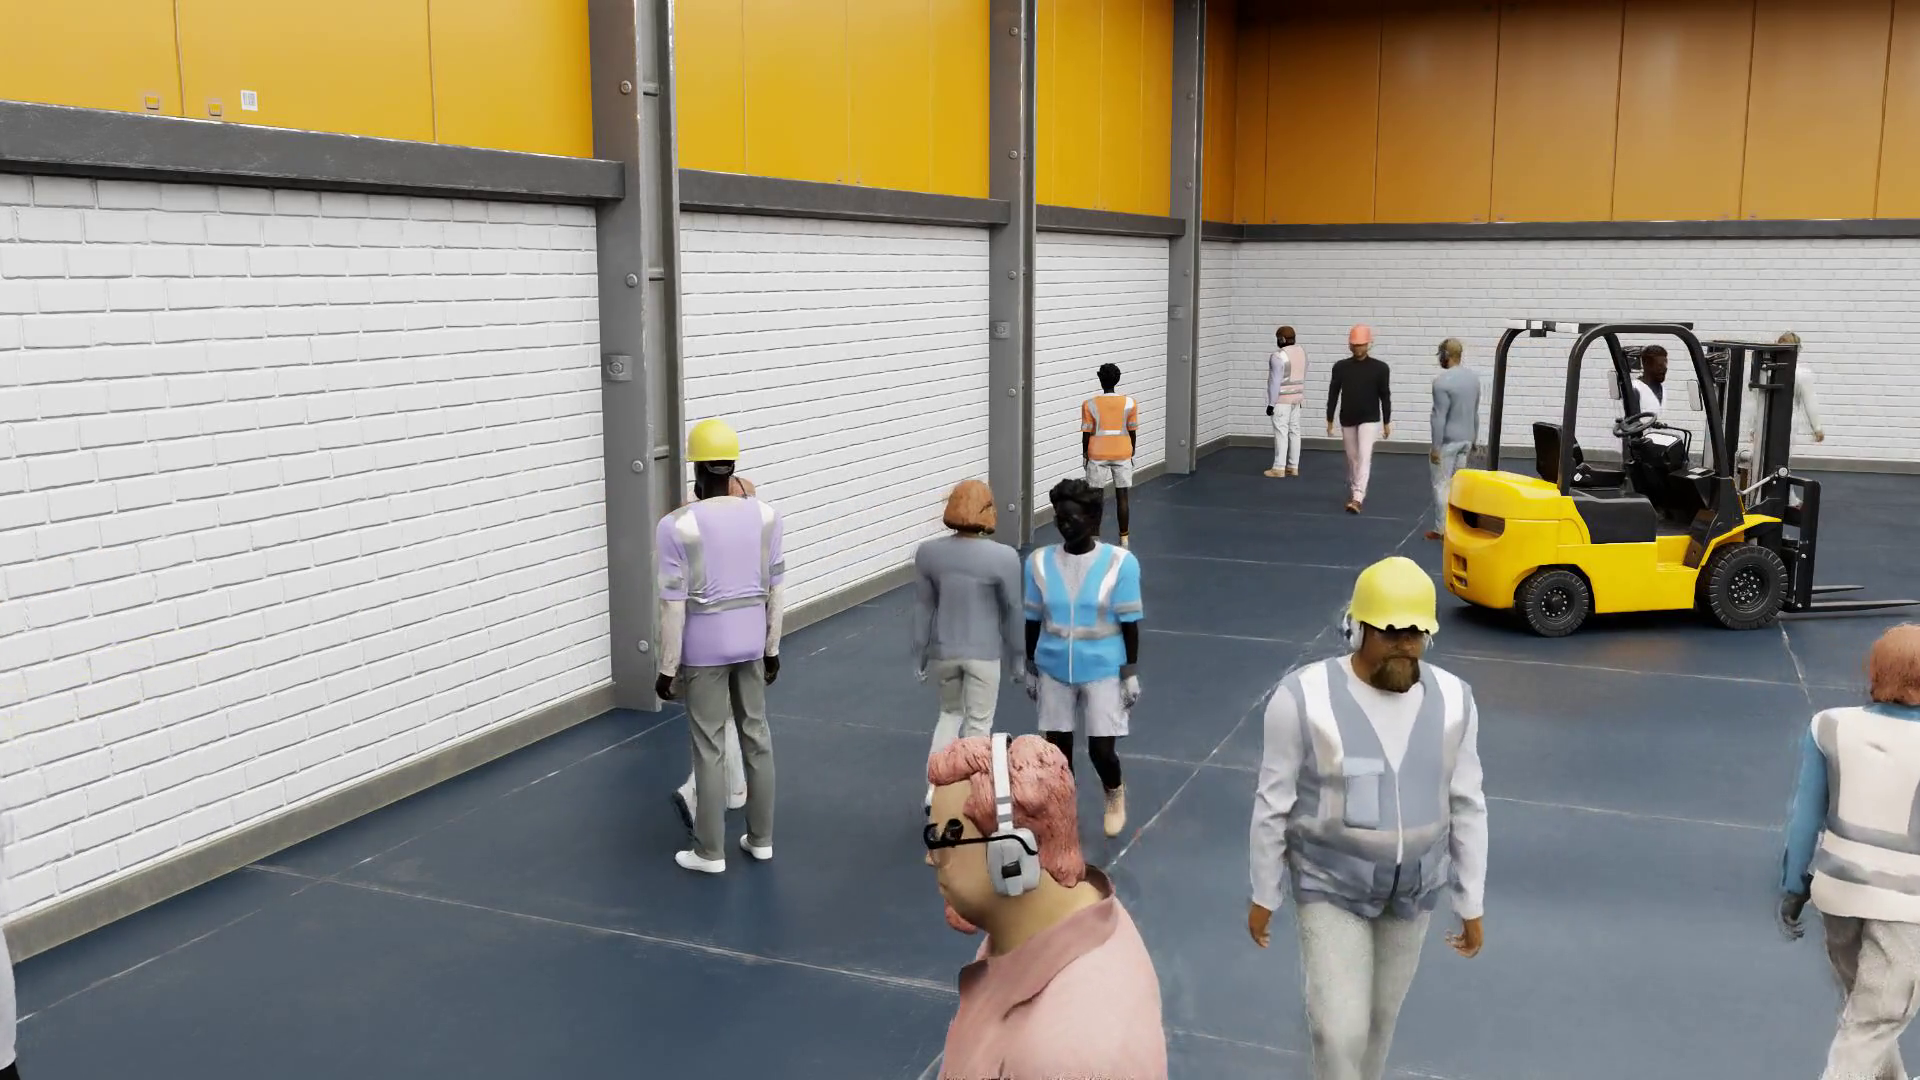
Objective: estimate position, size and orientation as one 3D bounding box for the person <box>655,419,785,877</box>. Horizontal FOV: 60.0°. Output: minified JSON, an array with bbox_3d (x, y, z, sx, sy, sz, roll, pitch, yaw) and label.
[{"bbox_3d":[-1.016,0.455,7.026,0.586,1.928,0.369,-7,12,-36],"label":"person"}]

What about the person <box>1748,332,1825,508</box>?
[{"bbox_3d":[8.337,-1.128,16.712,0.982,1.891,0.634,-3,10,-17],"label":"person"}]

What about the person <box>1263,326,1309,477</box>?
[{"bbox_3d":[3.949,-1.682,20.244,0.626,1.842,0.429,-8,12,-40],"label":"person"}]

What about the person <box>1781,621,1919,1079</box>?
[{"bbox_3d":[2.598,1.019,4.634,0.875,1.577,0.542,-6,11,-33],"label":"person"}]

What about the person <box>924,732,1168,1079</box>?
[{"bbox_3d":[0.028,1.211,2.589,0.792,1.872,0.626,1,9,7],"label":"person"}]

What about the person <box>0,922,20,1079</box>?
[{"bbox_3d":[-2.377,1.106,3.512,0.654,1.787,0.982,0,9,0],"label":"person"}]

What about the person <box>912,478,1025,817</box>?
[{"bbox_3d":[0.044,0.530,7.500,0.501,1.623,0.361,4,10,24],"label":"person"}]

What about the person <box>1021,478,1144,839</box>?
[{"bbox_3d":[0.523,0.556,7.142,0.549,1.678,0.428,4,10,21],"label":"person"}]

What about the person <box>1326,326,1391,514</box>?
[{"bbox_3d":[4.175,-1.262,17.421,0.638,1.948,1.014,5,11,28],"label":"person"}]

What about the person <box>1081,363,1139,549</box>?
[{"bbox_3d":[1.351,-0.752,15.064,0.531,1.694,0.320,0,9,-2],"label":"person"}]

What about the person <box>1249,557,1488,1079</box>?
[{"bbox_3d":[1.118,0.948,4.393,0.630,1.804,0.742,-2,10,-10],"label":"person"}]

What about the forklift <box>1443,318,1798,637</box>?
[{"bbox_3d":[4.706,-0.497,11.990,2.313,2.155,1.214,-2,10,-10],"label":"forklift"}]

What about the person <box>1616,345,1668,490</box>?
[{"bbox_3d":[5.880,-0.760,14.515,0.595,1.897,0.766,-9,13,-42],"label":"person"}]

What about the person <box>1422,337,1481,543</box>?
[{"bbox_3d":[4.585,-0.892,15.241,0.644,1.914,0.652,-7,12,-37],"label":"person"}]

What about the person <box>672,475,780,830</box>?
[{"bbox_3d":[-1.113,0.516,7.592,0.513,1.611,0.672,6,11,31],"label":"person"}]
